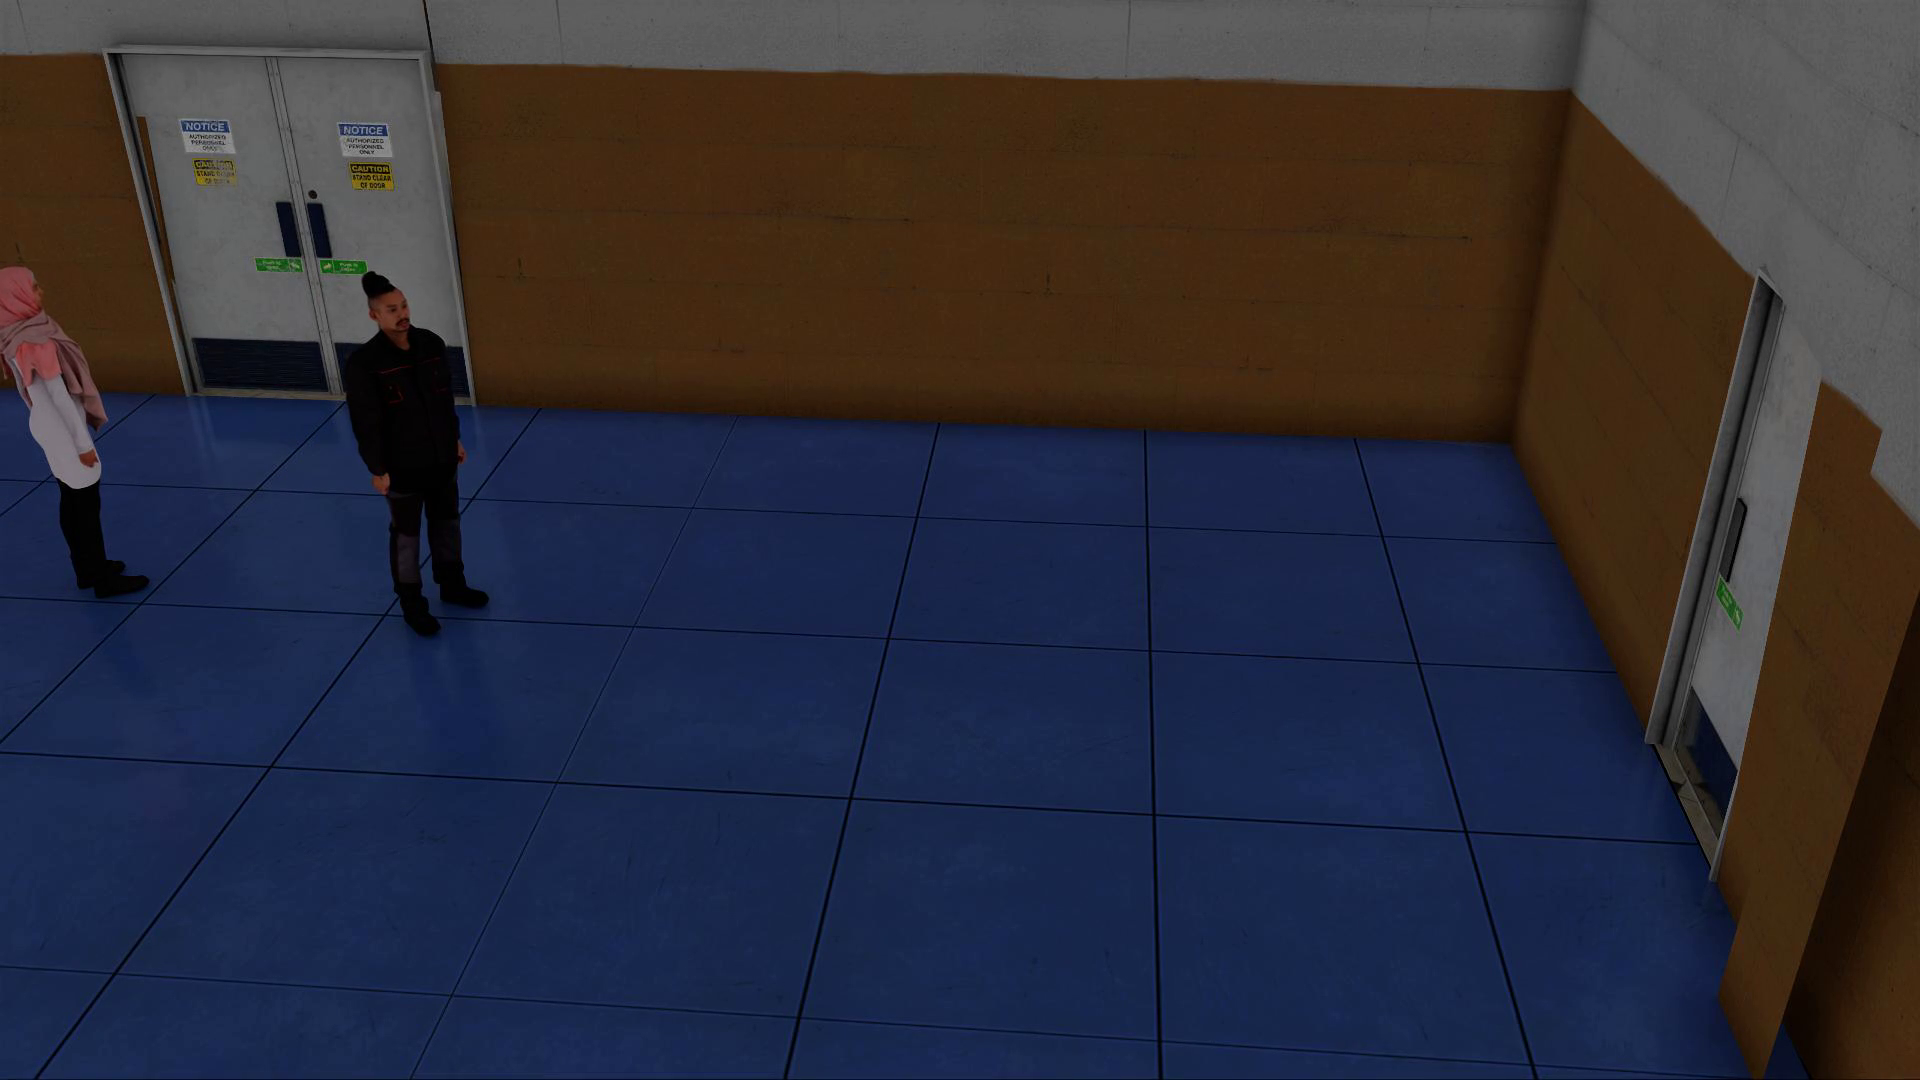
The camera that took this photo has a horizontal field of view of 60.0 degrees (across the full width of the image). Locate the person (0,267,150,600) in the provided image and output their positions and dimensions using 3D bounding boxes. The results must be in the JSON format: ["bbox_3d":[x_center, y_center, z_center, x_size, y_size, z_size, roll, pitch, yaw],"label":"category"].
[{"bbox_3d":[-4.611,-0.540,8.539,0.742,1.804,0.782,23,36,36],"label":"person"}]

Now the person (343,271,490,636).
[{"bbox_3d":[-2.725,-0.452,8.294,0.912,1.860,0.757,17,33,29],"label":"person"}]
